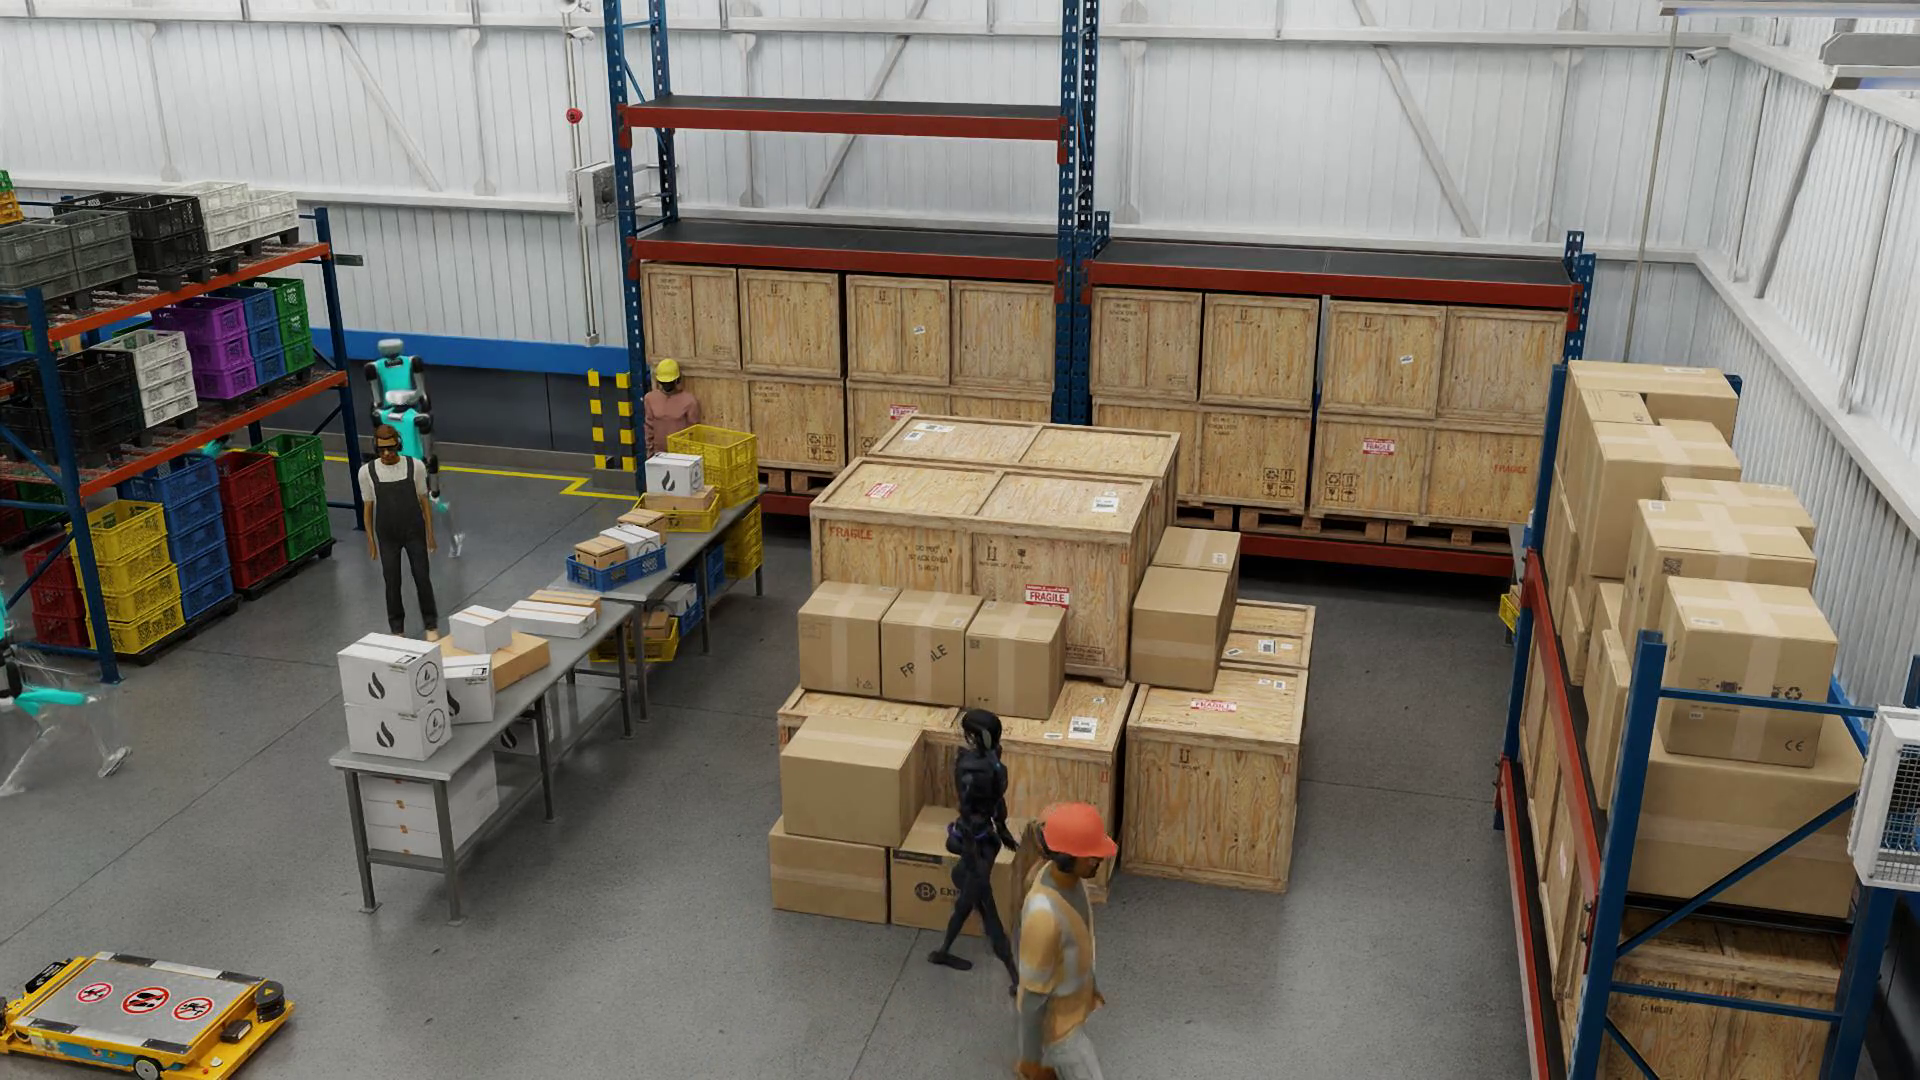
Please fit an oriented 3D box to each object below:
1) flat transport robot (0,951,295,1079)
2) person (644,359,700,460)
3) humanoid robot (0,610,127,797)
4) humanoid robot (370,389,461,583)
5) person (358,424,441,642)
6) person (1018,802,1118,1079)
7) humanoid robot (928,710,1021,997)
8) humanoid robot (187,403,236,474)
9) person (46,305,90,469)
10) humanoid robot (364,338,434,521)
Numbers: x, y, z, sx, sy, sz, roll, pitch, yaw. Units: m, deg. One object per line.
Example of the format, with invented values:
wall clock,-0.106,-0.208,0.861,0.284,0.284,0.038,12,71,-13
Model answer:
flat transport robot,-4.270,2.464,8.601,1.431,0.231,0.659,5,22,13
person,-2.589,-0.787,15.021,0.522,1.761,0.336,4,21,9
humanoid robot,-5.954,0.830,10.872,1.003,1.780,0.530,-12,24,-29
humanoid robot,-4.609,-0.531,14.419,0.551,1.792,0.924,4,21,10
person,-4.350,-0.028,12.932,0.506,1.837,0.333,-8,22,-19
person,0.563,2.057,7.208,0.767,2.019,0.642,5,22,13
humanoid robot,0.168,1.635,8.835,0.747,1.632,0.589,7,22,17
humanoid robot,-7.110,-1.044,15.740,0.773,1.777,0.538,-6,22,-14
person,-9.196,-1.681,17.107,0.363,1.935,0.551,-1,21,-2
humanoid robot,-5.103,-0.902,15.413,0.556,1.799,0.949,-10,23,-24
